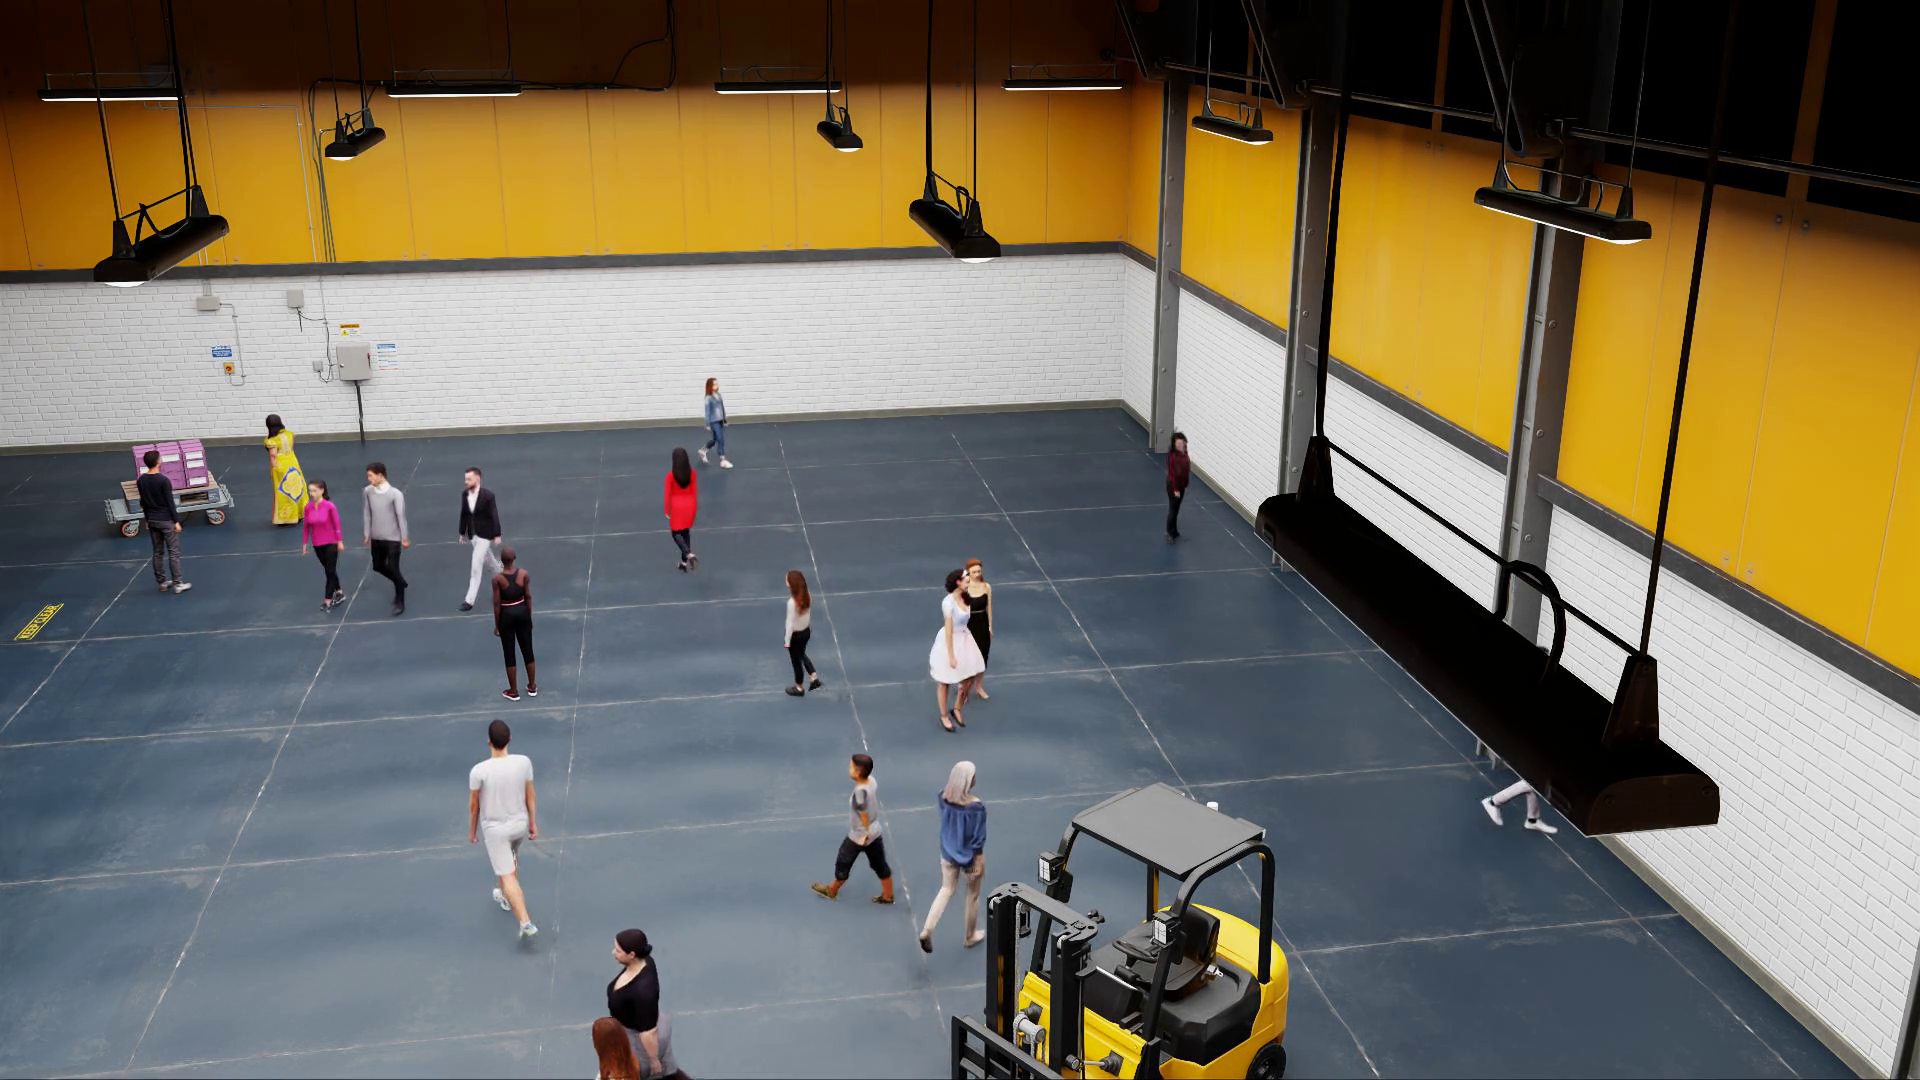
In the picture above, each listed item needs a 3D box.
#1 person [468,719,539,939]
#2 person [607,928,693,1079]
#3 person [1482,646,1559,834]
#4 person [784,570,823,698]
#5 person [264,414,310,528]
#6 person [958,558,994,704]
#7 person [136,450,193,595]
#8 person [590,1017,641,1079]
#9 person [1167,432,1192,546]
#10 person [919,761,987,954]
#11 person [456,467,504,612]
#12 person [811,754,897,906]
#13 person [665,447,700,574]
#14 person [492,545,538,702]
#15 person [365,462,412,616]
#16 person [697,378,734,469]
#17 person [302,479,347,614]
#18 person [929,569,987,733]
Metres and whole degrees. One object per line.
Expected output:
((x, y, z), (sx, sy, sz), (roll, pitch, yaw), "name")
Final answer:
((-3.699, 2.397, 13.613), (1.079, 1.817, 1.338), (-14, 23, -35), "person")
((-1.982, 3.331, 10.989), (0.724, 1.721, 0.989), (-3, 19, -9), "person")
((5.196, 1.827, 15.296), (1.054, 1.823, 1.018), (10, 21, 26), "person")
((-1.704, 1.034, 18.188), (0.792, 1.479, 0.737), (9, 21, 25), "person")
((-9.771, -1.025, 24.023), (1.059, 1.657, 0.945), (7, 20, 20), "person")
((0.154, 0.970, 18.151), (0.622, 1.625, 0.620), (-7, 20, -20), "person")
((-10.248, -0.232, 21.338), (0.706, 1.867, 0.690), (4, 19, 12), "person")
((-1.968, 3.638, 10.083), (0.834, 1.716, 0.839), (6, 19, 16), "person")
((3.021, -0.768, 23.298), (0.823, 1.634, 0.721), (6, 19, 16), "person")
((-0.037, 2.574, 13.298), (0.976, 1.681, 1.037), (13, 22, 33), "person")
((-5.948, -0.041, 20.902), (1.180, 1.783, 1.307), (10, 21, 28), "person")
((-0.746, 2.435, 14.110), (0.920, 1.427, 0.989), (6, 20, 18), "person")
((-3.610, -0.347, 21.892), (0.820, 1.733, 0.958), (-13, 23, -34), "person")
((-4.871, 0.890, 18.181), (0.658, 1.757, 0.654), (-12, 22, -31), "person")
((-7.140, -0.073, 20.775), (0.986, 1.925, 1.077), (3, 19, 10), "person")
((-4.011, -1.907, 26.959), (0.927, 1.456, 0.955), (8, 20, 22), "person")
((-7.908, 0.036, 20.851), (0.812, 1.671, 1.099), (3, 19, 7), "person")
((-0.120, 1.142, 17.373), (0.892, 1.796, 0.962), (-17, 25, -40), "person")
